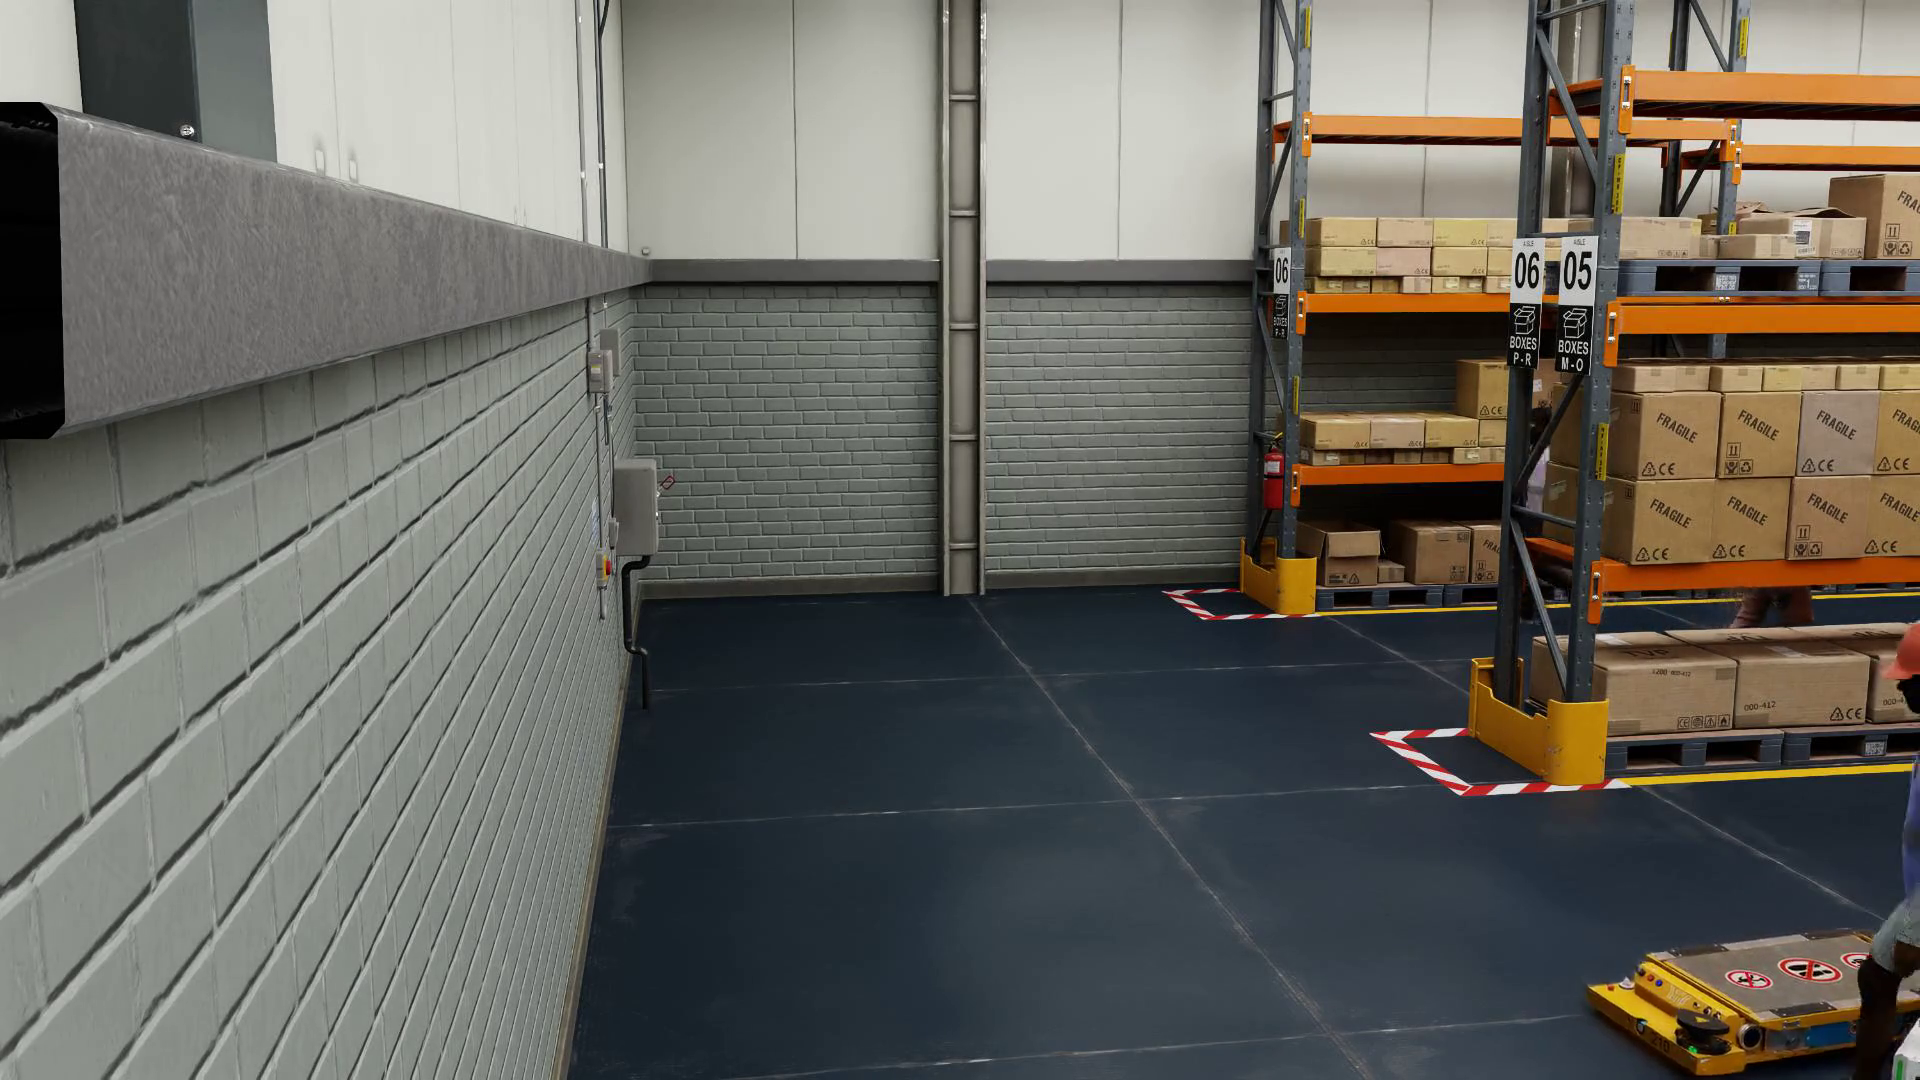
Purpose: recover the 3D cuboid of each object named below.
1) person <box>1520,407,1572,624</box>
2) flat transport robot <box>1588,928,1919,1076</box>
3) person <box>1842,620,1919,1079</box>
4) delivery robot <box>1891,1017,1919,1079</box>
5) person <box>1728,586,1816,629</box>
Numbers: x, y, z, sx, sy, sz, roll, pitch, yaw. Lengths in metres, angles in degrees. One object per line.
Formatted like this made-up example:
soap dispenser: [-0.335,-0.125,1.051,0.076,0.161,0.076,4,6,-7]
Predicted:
person: [4.993,-0.184,14.097,0.669,1.902,0.597,0,9,0]
flat transport robot: [3.340,1.827,6.670,1.431,0.197,0.652,-3,10,-16]
person: [3.185,1.191,5.555,0.802,1.898,0.573,4,10,25]
delivery robot: [3.471,1.791,5.732,0.477,0.478,0.707,8,12,40]
person: [5.693,0.225,11.658,0.956,1.870,0.648,-1,9,-4]
